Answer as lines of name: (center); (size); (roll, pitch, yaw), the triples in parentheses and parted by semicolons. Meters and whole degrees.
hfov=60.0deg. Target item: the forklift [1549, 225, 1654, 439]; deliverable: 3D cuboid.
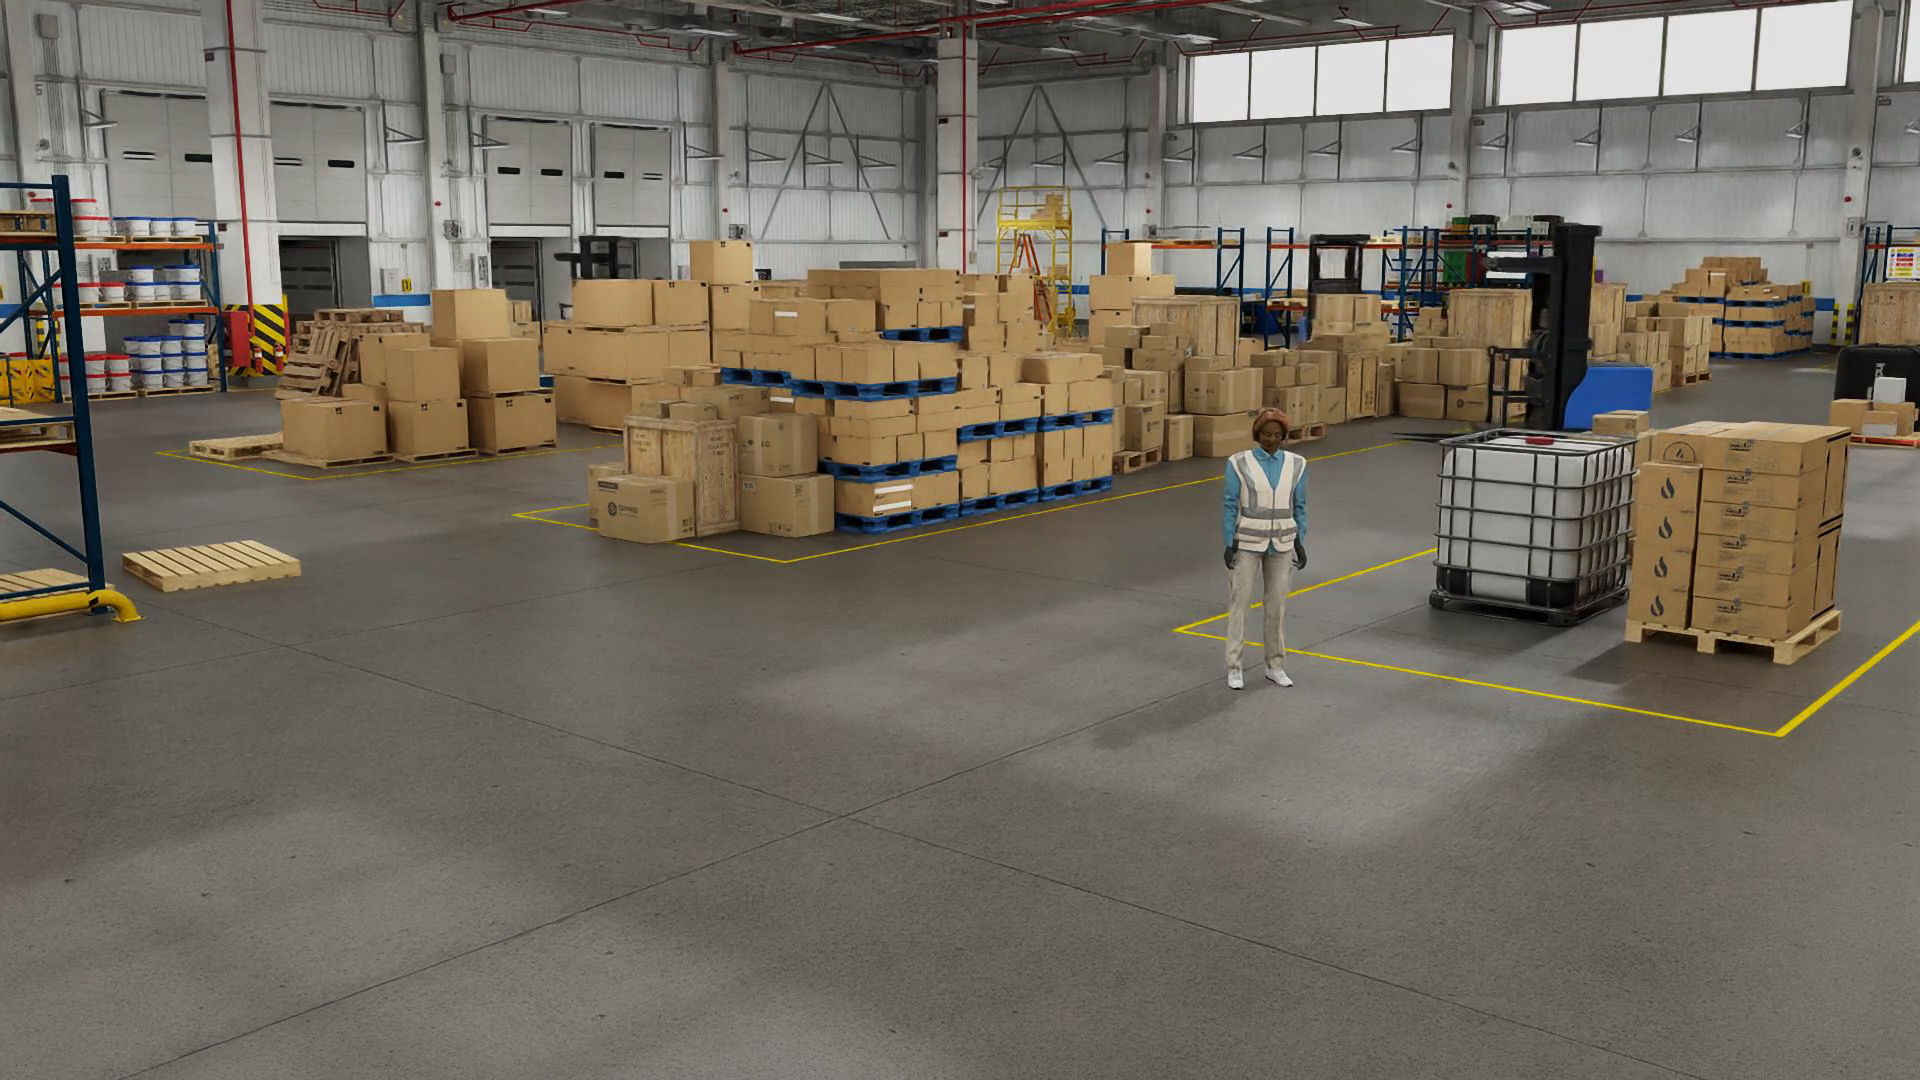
forklift: (7.708, -2.567, 21.005); (1.873, 2.768, 1.129); (1, 10, 7)

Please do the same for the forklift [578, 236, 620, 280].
forklift: (-8.242, -5.589, 38.213); (1.873, 2.768, 1.129); (8, 13, 40)

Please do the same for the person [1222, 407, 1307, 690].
person: (1.763, 0.048, 9.650); (0.514, 1.640, 0.310); (-2, 10, -10)

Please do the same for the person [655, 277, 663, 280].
person: (-6.506, -4.725, 36.023); (0.635, 1.928, 0.383); (-4, 11, -23)

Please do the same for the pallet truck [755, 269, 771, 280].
pallet truck: (-4.996, -6.432, 45.525); (1.885, 1.965, 0.823); (-6, 12, -32)

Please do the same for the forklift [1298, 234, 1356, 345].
forklift: (7.711, -4.947, 34.559); (1.129, 2.768, 1.873); (0, 10, 1)
